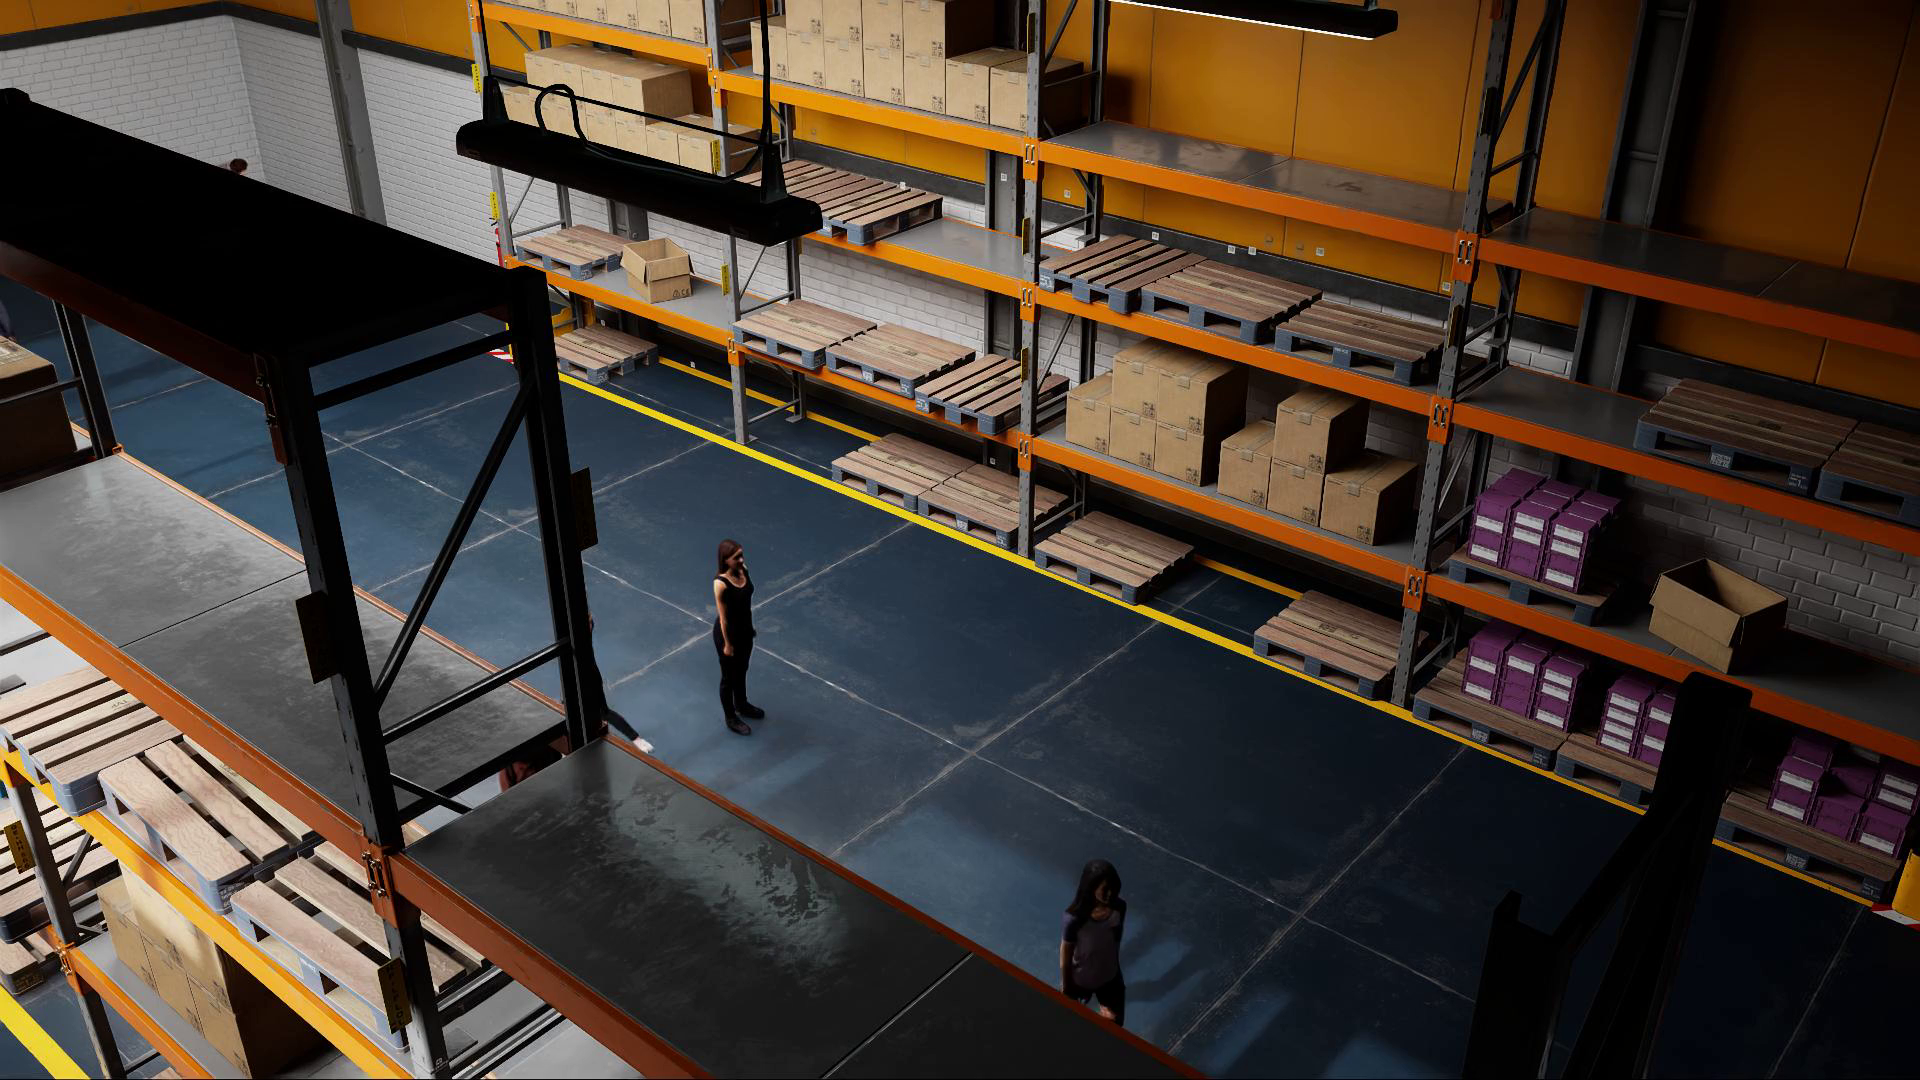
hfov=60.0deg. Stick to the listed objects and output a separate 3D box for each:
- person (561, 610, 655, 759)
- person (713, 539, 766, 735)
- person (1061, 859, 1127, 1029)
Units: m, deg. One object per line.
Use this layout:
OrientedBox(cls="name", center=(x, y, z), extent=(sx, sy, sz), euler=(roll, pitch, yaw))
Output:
OrientedBox(cls="person", center=(-2.818, 1.093, 12.784), extent=(1.155, 1.676, 0.923), euler=(6, 29, 11))
OrientedBox(cls="person", center=(-1.816, 0.748, 13.404), extent=(0.639, 1.688, 0.645), euler=(13, 31, 22))
OrientedBox(cls="person", center=(0.751, 2.590, 10.037), extent=(0.869, 1.678, 1.123), euler=(-14, 32, -24))
